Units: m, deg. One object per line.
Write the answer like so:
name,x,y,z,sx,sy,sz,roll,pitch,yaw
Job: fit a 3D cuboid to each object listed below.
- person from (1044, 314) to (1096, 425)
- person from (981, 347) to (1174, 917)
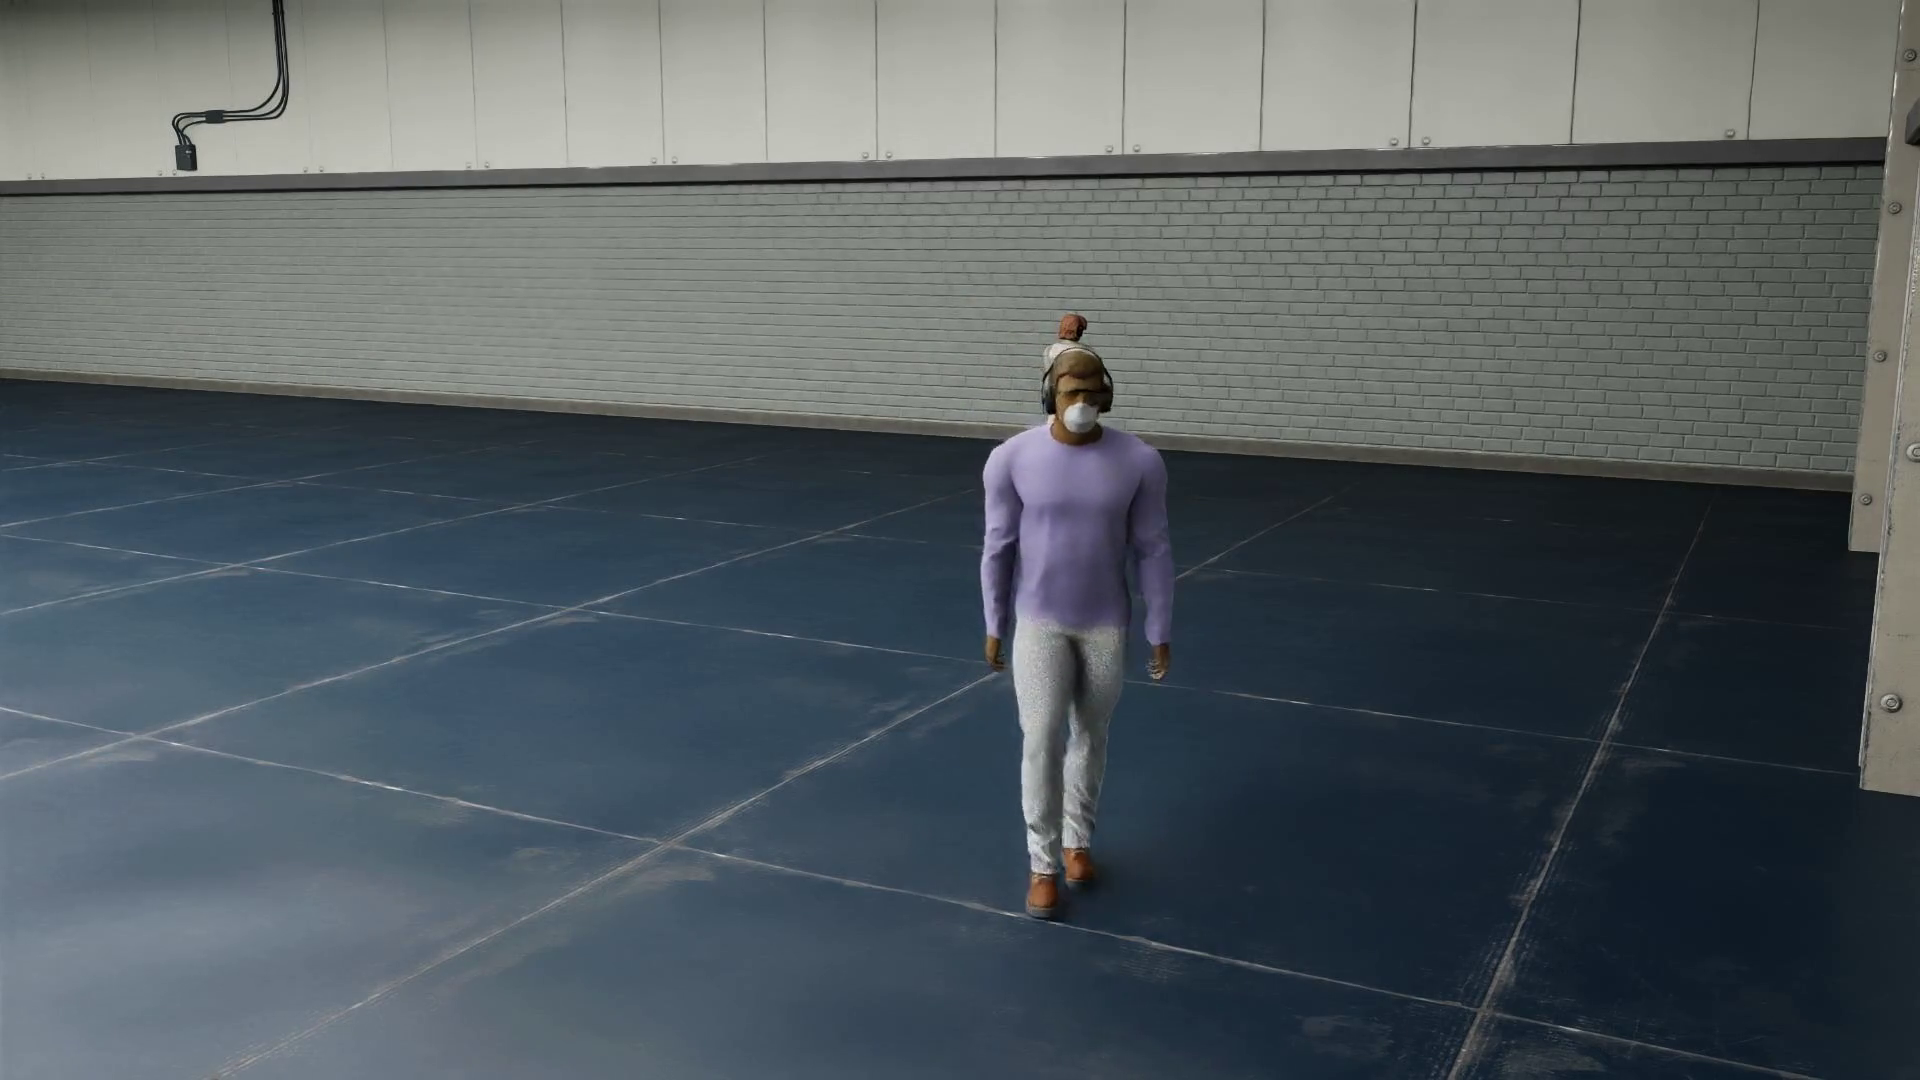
person,0.935,-1.102,14.169,0.510,1.634,0.312,7,12,33
person,0.407,0.314,5.648,0.653,1.913,0.754,-1,10,-3
